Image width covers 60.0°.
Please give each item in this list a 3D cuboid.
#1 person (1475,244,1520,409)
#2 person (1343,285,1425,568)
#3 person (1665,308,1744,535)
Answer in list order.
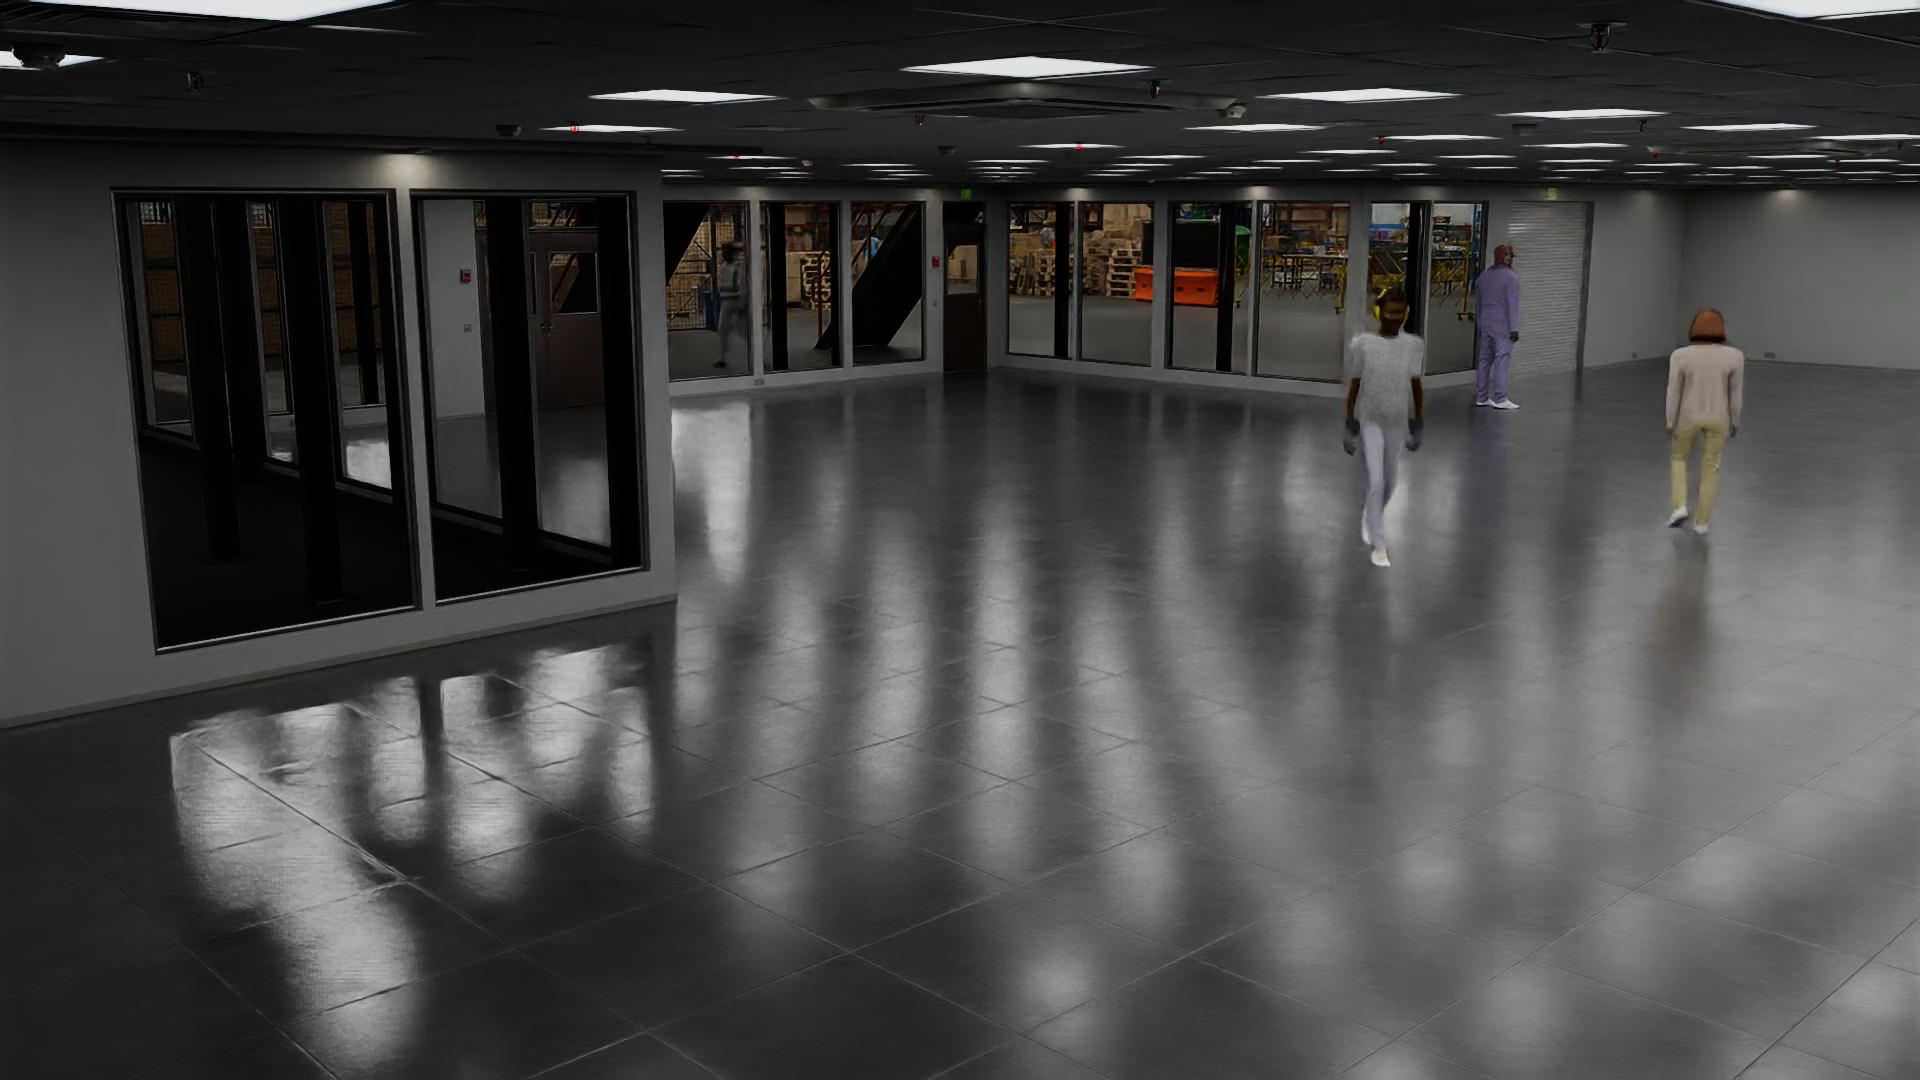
[{"bbox_3d":[6.305,-2.486,19.416,0.406,1.911,0.636,-5,12,-23],"label":"person"},{"bbox_3d":[2.813,-0.780,11.089,0.523,1.837,0.810,0,11,-1],"label":"person"},{"bbox_3d":[5.315,-0.841,11.910,0.516,1.623,0.368,3,12,16],"label":"person"}]
